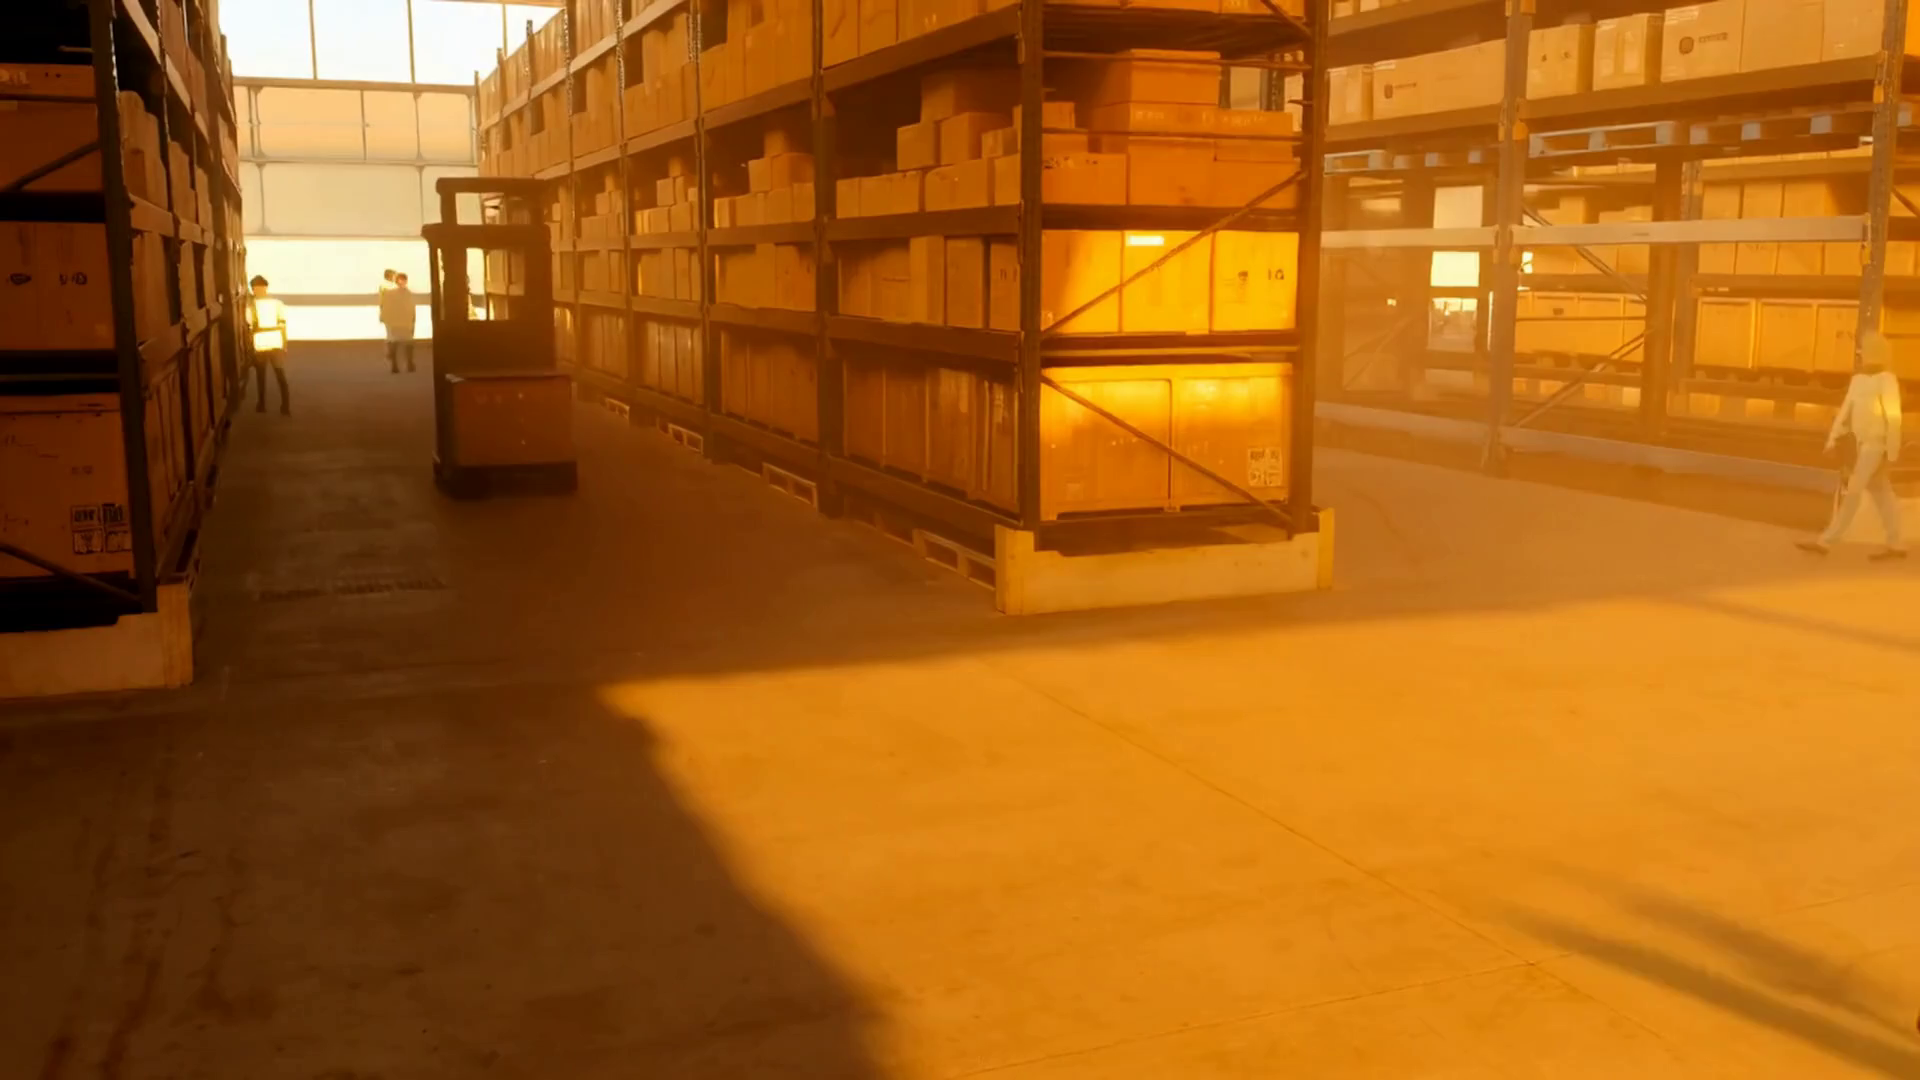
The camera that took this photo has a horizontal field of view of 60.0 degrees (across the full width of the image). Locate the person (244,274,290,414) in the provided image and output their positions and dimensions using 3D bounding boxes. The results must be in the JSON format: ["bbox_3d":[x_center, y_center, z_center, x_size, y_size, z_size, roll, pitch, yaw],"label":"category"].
[{"bbox_3d":[-9.493,-2.679,22.808,0.568,1.913,0.853,-6,11,-32],"label":"person"}]

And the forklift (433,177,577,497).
[{"bbox_3d":[-4.213,-1.889,15.177,1.129,2.768,1.873,-4,10,-22],"label":"forklift"}]

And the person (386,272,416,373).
[{"bbox_3d":[-10.518,-4.094,31.311,0.540,1.909,0.912,-1,10,-7],"label":"person"}]

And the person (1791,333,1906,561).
[{"bbox_3d":[6.199,-0.627,11.476,0.870,1.584,0.510,1,10,4],"label":"person"}]

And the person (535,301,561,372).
[{"bbox_3d":[-4.753,-1.887,18.875,0.514,1.639,0.310,3,10,19],"label":"person"}]

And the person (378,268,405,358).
[{"bbox_3d":[-12.284,-4.899,35.992,0.602,1.949,0.391,-9,13,-43],"label":"person"}]

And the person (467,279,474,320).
[{"bbox_3d":[-10.847,-4.890,36.478,0.525,1.772,0.308,6,11,32],"label":"person"}]
